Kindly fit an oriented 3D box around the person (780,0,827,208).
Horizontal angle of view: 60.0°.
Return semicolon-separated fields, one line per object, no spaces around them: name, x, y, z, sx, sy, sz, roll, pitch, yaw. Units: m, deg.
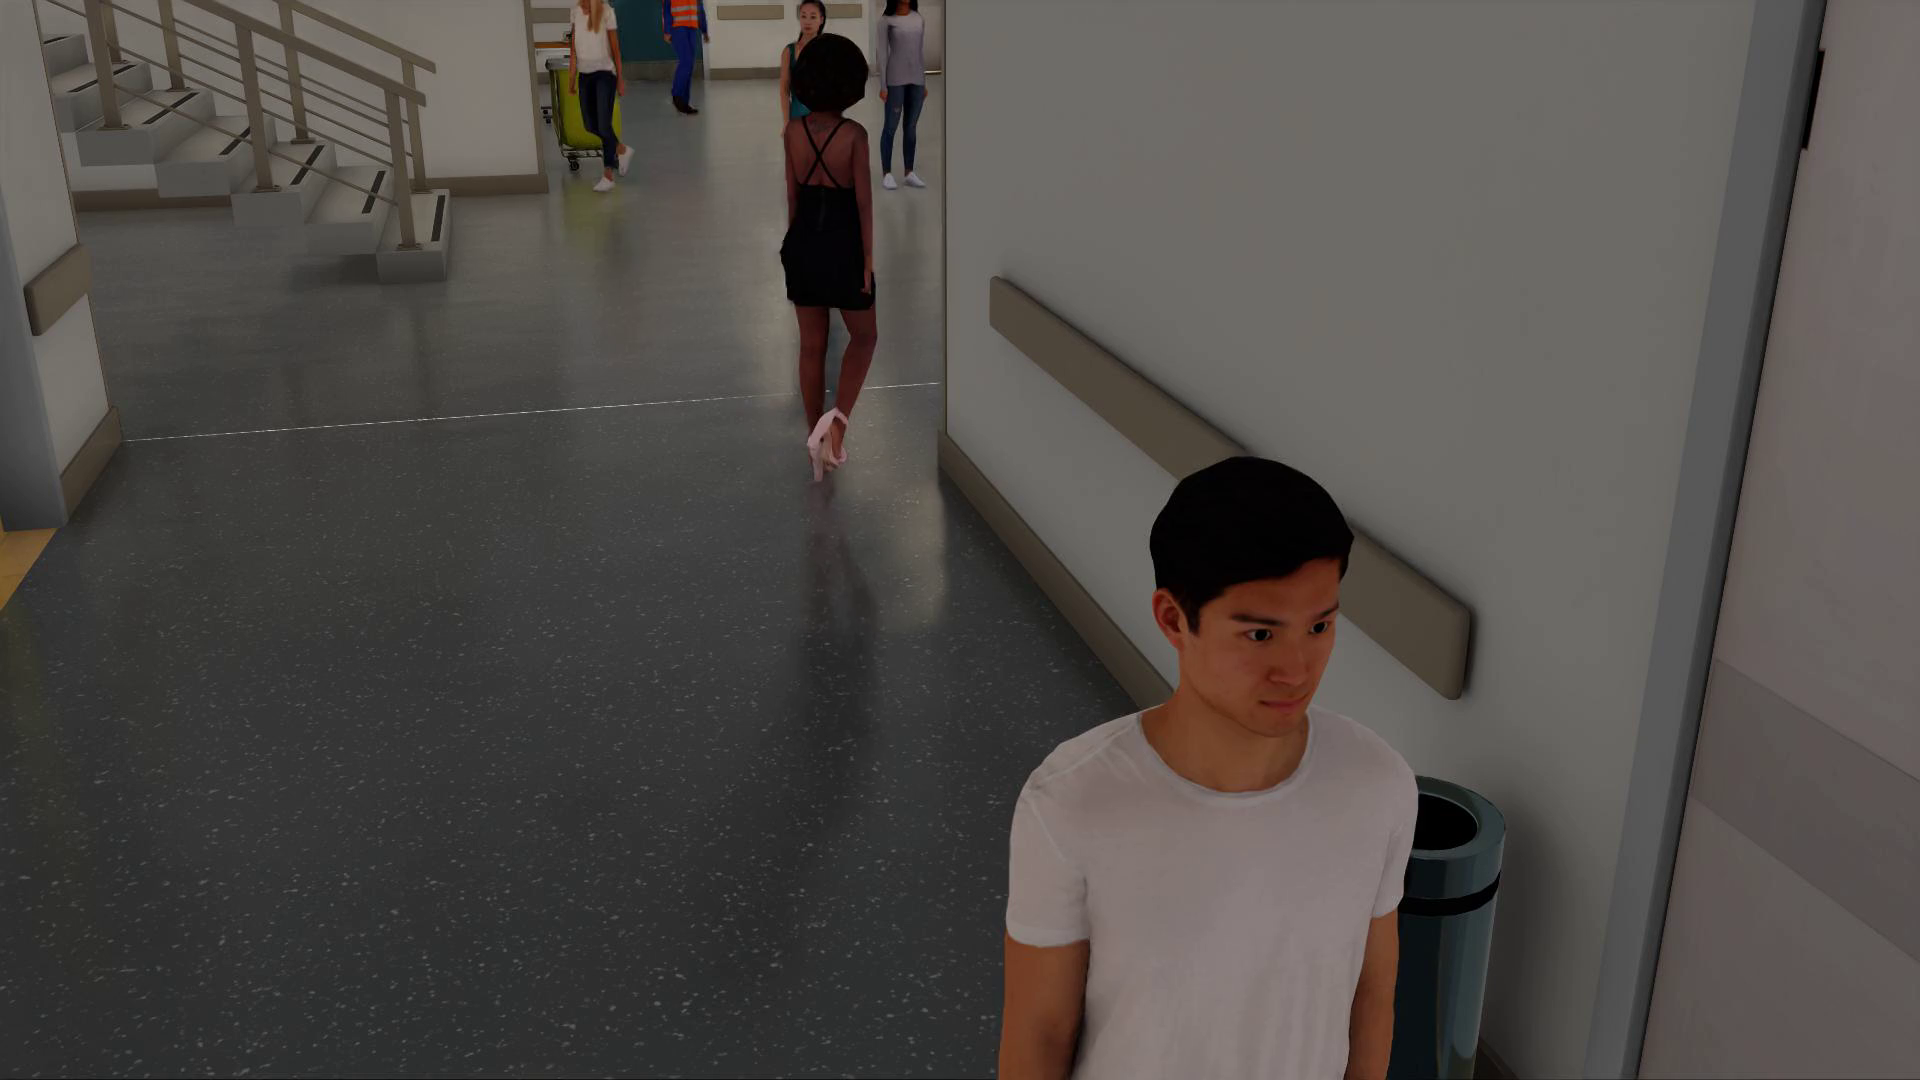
person;-1.012;-2.777;11.235;0.422;1.689;0.618;-6;22;-16

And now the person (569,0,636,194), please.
person;-2.980;-3.837;13.895;0.995;1.788;1.041;9;23;23

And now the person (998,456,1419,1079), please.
person;0.266;0.711;1.942;0.492;1.717;0.715;-3;21;-8

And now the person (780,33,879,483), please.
person;-0.552;-1.060;6.577;0.773;1.777;0.814;6;22;15

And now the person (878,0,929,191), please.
person;-0.486;-3.850;14.005;0.577;1.734;0.734;-13;25;-31

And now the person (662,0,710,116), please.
person;-3.207;-5.764;18.895;0.909;1.849;0.827;16;26;35
